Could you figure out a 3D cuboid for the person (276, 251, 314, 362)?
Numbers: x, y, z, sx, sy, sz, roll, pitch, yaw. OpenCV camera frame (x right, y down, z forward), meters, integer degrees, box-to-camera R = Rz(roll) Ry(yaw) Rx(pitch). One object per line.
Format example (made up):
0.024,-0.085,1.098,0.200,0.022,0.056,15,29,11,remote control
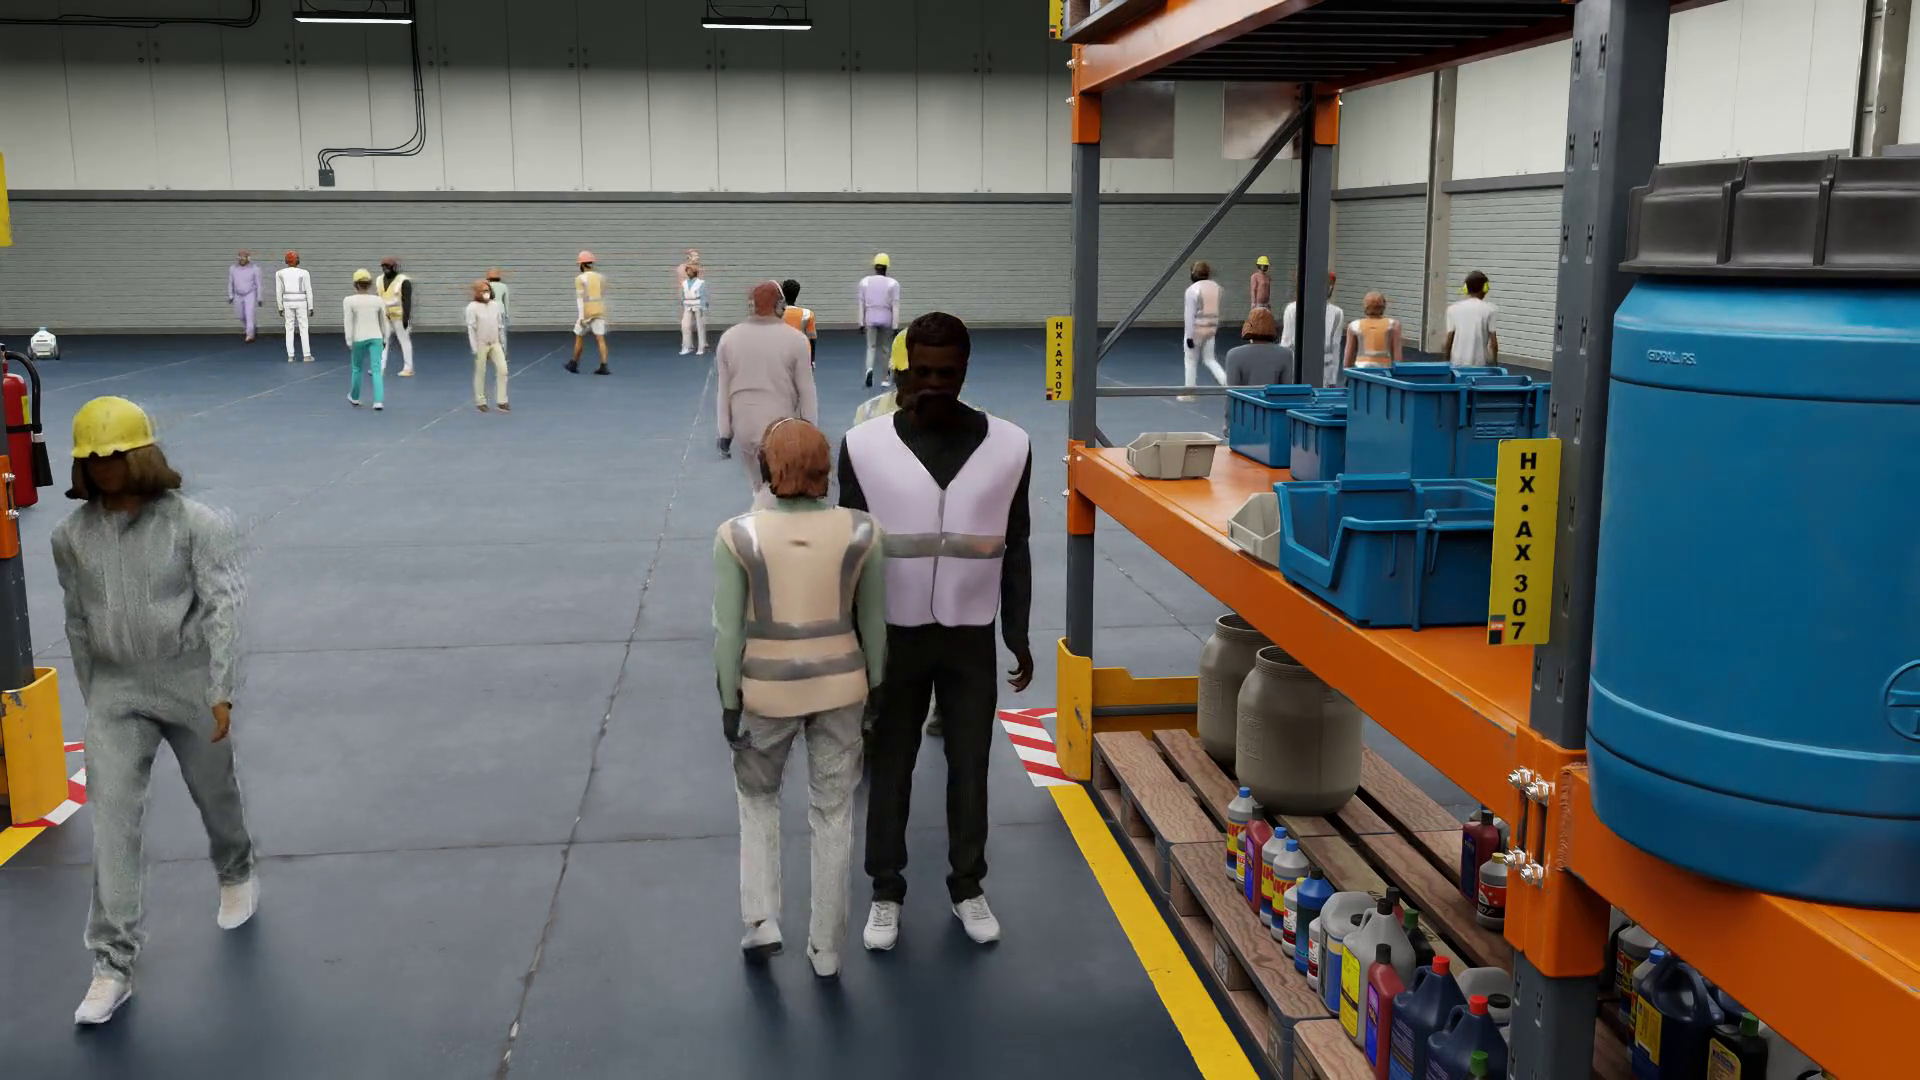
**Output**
-11.386,-3.995,28.501,0.584,1.882,0.345,-1,10,-8,person

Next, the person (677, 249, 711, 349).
-5.086,-4.616,31.867,0.649,1.906,0.418,-9,14,-41,person

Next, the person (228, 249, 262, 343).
-14.465,-4.947,33.727,0.650,1.882,0.748,1,10,4,person

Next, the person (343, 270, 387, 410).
-7.391,-2.487,20.683,0.549,1.718,0.908,-6,12,-32,person

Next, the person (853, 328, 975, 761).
-0.193,0.010,6.852,0.614,1.770,0.930,3,11,14,person

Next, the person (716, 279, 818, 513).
-1.253,-0.707,10.529,0.653,1.874,0.898,4,11,22,person

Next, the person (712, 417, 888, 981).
-0.455,0.459,4.814,0.520,1.623,0.431,-2,11,-13,person

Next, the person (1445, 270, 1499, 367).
4.793,-1.627,15.688,0.534,1.834,0.699,7,13,35,person

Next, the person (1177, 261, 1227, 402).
3.137,-2.660,21.357,0.631,1.823,0.737,-7,13,-35,person

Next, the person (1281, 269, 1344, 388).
3.031,-1.442,14.547,0.616,1.863,0.494,-3,11,-14,person

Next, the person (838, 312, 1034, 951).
-0.076,0.274,5.013,0.597,1.915,0.370,-2,10,-9,person

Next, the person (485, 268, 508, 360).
-8.003,-3.853,28.491,0.532,1.592,0.809,-9,13,-40,person

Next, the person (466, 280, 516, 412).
-5.678,-2.334,20.139,0.664,1.604,0.514,9,14,40,person

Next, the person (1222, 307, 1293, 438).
2.139,-0.854,11.972,0.507,1.632,0.274,-1,10,-8,person

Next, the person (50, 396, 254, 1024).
-2.325,0.421,4.819,0.501,1.696,0.912,-2,10,-9,person

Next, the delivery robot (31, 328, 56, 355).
-15.910,-3.443,28.865,0.477,0.478,0.707,-5,11,-24,delivery robot

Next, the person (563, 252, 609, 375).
-5.816,-3.516,25.862,0.963,1.891,0.550,9,14,41,person

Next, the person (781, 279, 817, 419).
-1.743,-1.834,17.172,0.541,1.696,0.315,-1,10,-8,person

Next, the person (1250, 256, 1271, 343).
5.699,-4.480,31.481,0.525,1.770,0.306,-9,14,-41,person

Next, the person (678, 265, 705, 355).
-4.829,-4.123,29.929,0.522,1.612,0.686,4,11,22,person

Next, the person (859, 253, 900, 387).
-1.143,-3.098,23.525,0.595,1.907,0.651,1,10,7,person

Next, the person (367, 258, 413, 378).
-8.647,-3.355,25.203,0.652,1.801,0.897,3,11,17,person

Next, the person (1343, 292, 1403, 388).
3.921,-1.550,15.840,0.543,1.596,0.836,2,11,12,person
